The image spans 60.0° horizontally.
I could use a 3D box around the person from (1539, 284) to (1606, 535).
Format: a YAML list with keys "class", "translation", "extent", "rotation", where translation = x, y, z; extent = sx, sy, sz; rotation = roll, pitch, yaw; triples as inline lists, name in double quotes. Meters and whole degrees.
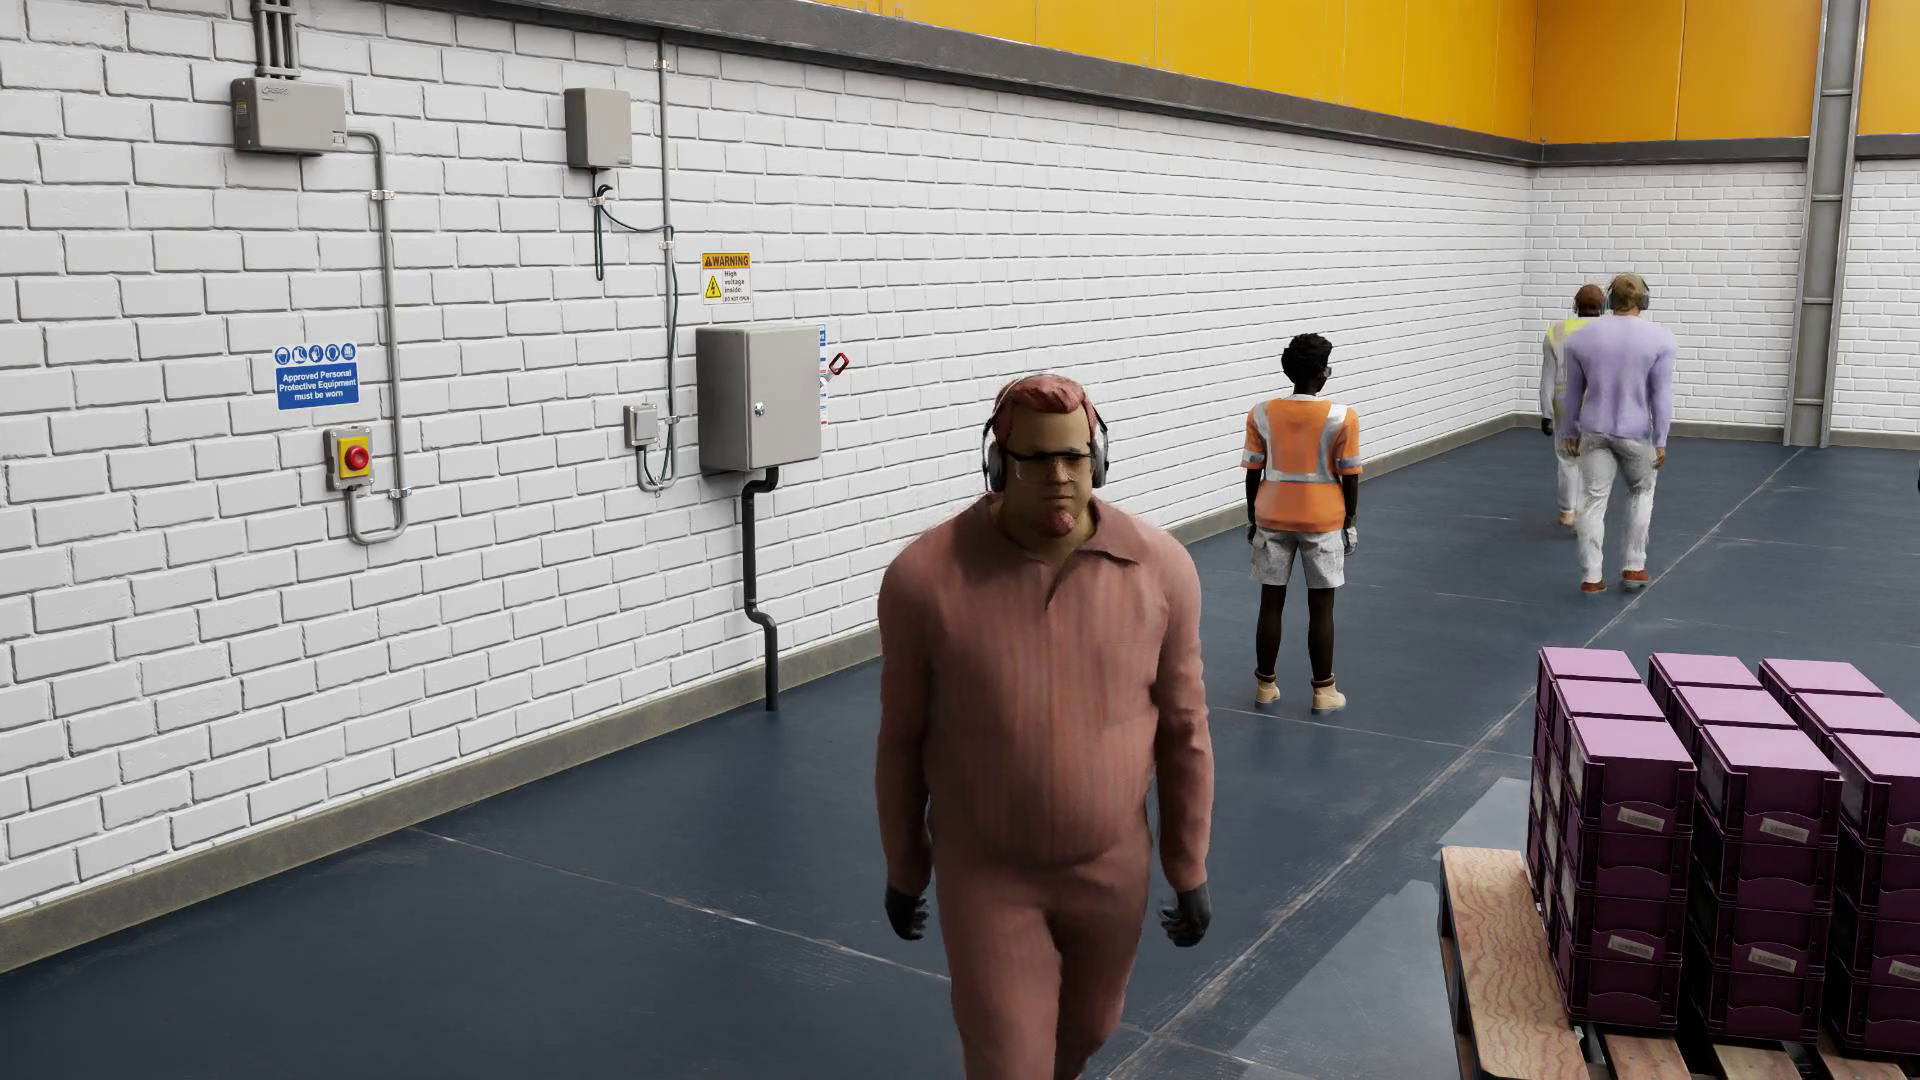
- class: "person"
  translation: [4.498, -0.934, 11.965]
  extent: [0.631, 1.802, 0.979]
  rotation: [4, 11, 22]

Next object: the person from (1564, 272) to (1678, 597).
- class: "person"
  translation: [3.937, -0.628, 9.919]
  extent: [0.643, 1.911, 0.759]
  rotation: [7, 12, 35]

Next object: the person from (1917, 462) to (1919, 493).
- class: "person"
  translation: [5.305, -0.400, 8.638]
  extent: [0.419, 1.911, 0.614]
  rotation: [-8, 13, -38]

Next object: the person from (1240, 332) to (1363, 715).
- class: "person"
  translation: [1.516, -0.071, 7.407]
  extent: [0.539, 1.698, 0.319]
  rotation: [5, 12, 27]

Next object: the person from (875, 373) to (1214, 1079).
- class: "person"
  translation: [0.154, 0.587, 3.303]
  extent: [0.649, 1.869, 0.939]
  rotation: [-2, 10, -10]
